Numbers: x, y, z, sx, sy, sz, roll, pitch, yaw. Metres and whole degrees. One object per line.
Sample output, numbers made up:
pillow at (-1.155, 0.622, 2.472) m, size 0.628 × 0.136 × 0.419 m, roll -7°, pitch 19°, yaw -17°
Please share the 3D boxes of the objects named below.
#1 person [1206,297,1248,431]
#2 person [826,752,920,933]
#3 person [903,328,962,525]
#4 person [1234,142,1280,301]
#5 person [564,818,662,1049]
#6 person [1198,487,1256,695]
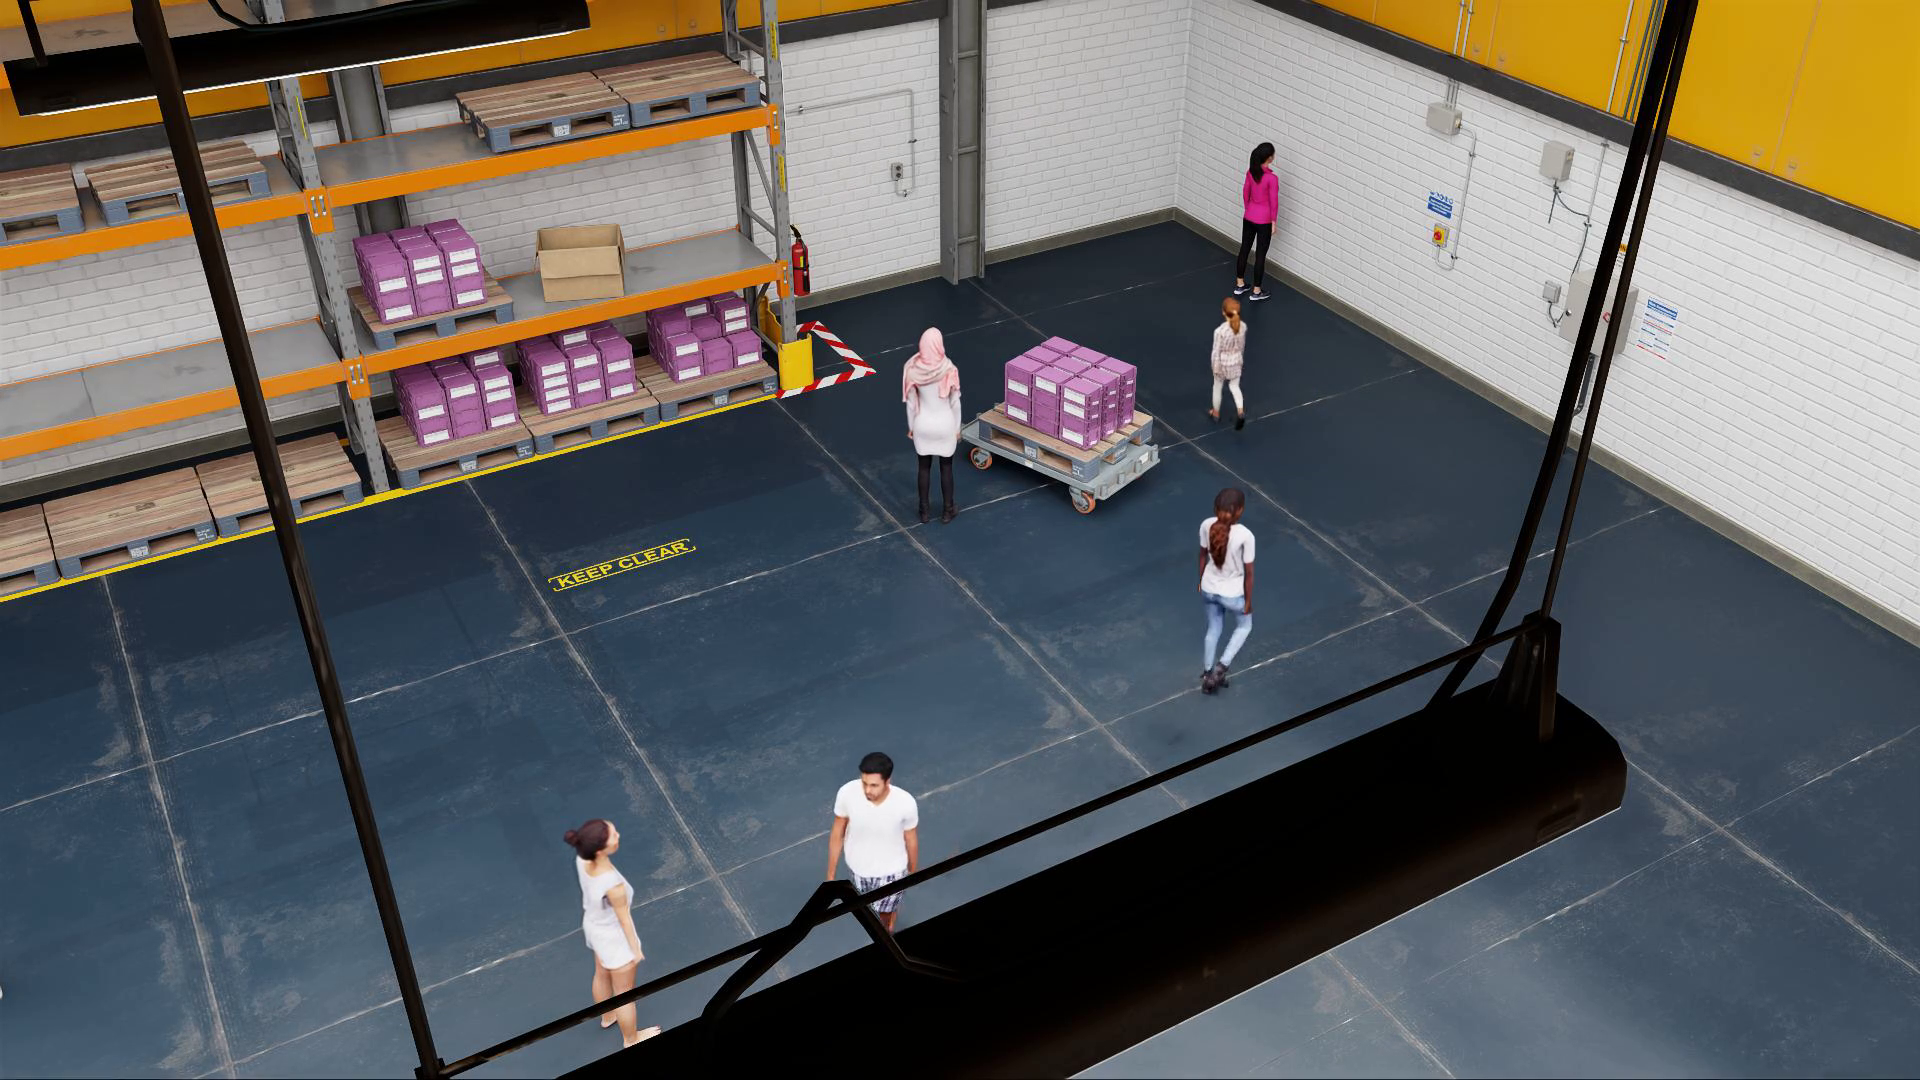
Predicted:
person at (2.495, -1.598, 15.269) m, size 0.783 × 1.298 × 0.681 m, roll -11°, pitch 35°, yaw -16°
person at (-0.461, 1.849, 9.734) m, size 1.116 × 1.683 × 1.225 m, roll 11°, pitch 35°, yaw 16°
person at (-0.212, -0.943, 13.826) m, size 0.721 × 1.804 × 0.800 m, roll 4°, pitch 34°, yaw 6°
person at (3.148, -3.387, 17.598) m, size 0.613 × 1.698 × 0.627 m, roll -25°, pitch 41°, yaw -33°
person at (-1.959, 2.184, 9.298) m, size 0.582 × 1.608 × 0.613 m, roll -27°, pitch 42°, yaw -35°
person at (1.847, 0.414, 11.867) m, size 0.728 × 1.712 × 0.769 m, roll 22°, pitch 39°, yaw 29°
